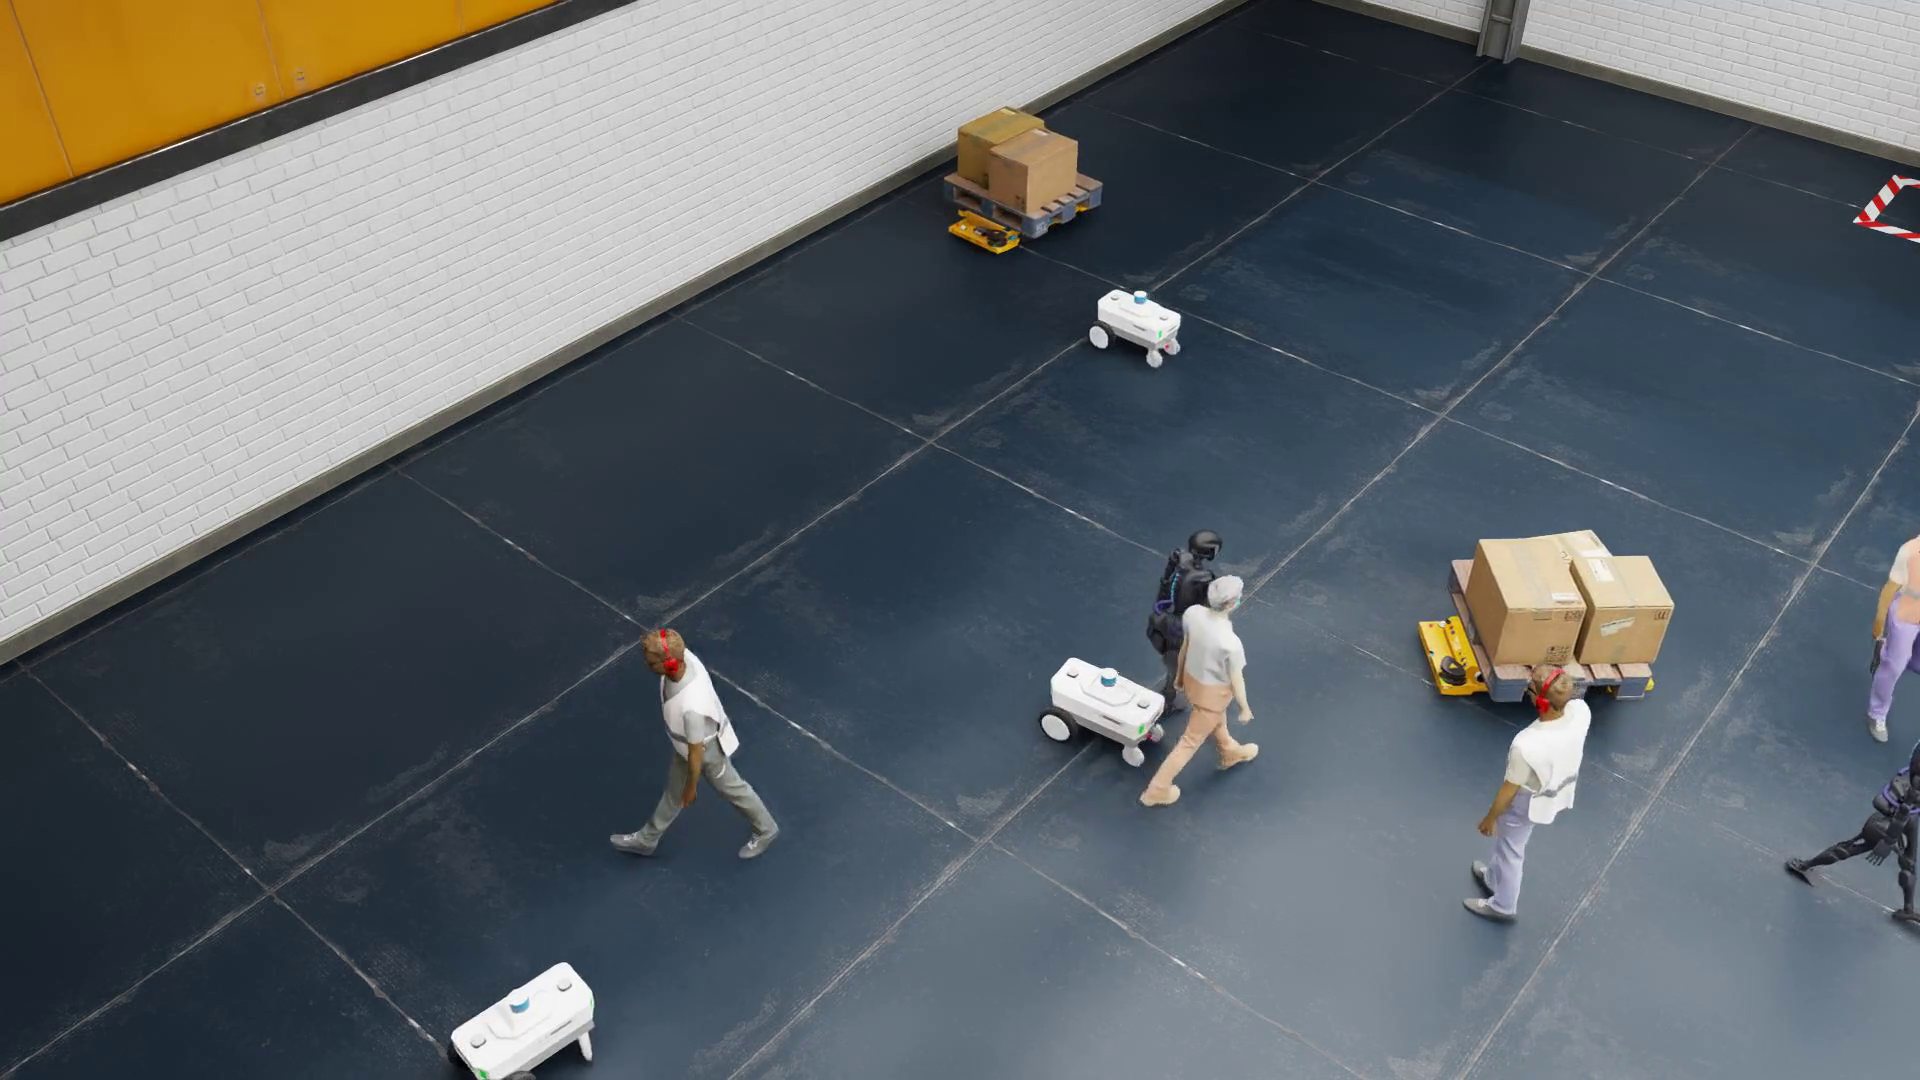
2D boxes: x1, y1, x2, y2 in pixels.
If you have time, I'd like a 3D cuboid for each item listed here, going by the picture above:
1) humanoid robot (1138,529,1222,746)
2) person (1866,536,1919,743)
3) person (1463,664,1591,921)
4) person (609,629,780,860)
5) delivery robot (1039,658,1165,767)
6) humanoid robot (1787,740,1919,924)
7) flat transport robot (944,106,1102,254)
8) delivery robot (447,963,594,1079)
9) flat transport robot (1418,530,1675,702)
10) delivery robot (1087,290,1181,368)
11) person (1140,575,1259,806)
[{"bbox_3d":[1.342,0.598,10.428,0.462,1.635,0.591,-16,42,-19],"label":"humanoid robot"},{"bbox_3d":[6.027,0.438,10.514,0.611,1.810,0.620,1,39,1],"label":"person"},{"bbox_3d":[3.152,1.426,9.271,0.602,1.829,0.468,-27,46,-29],"label":"person"},{"bbox_3d":[-1.562,1.219,9.572,1.012,1.783,0.604,-15,41,-18],"label":"person"},{"bbox_3d":[0.939,1.070,10.725,0.788,0.587,0.499,22,44,25],"label":"delivery robot"},{"bbox_3d":[5.301,1.523,9.313,0.584,1.619,0.826,-30,47,-32],"label":"humanoid robot"},{"bbox_3d":[0.614,-3.224,16.288,0.659,0.231,1.431,31,48,32],"label":"flat transport robot"},{"bbox_3d":[-2.314,2.612,8.809,0.757,0.585,0.503,-30,47,-32],"label":"delivery robot"},{"bbox_3d":[3.921,0.758,11.345,1.431,0.231,0.659,-1,39,-1],"label":"flat transport robot"},{"bbox_3d":[1.519,-1.873,14.397,0.807,0.613,0.499,28,46,30],"label":"delivery robot"},{"bbox_3d":[1.508,0.897,10.033,0.920,1.701,0.497,-19,42,-22],"label":"person"}]
